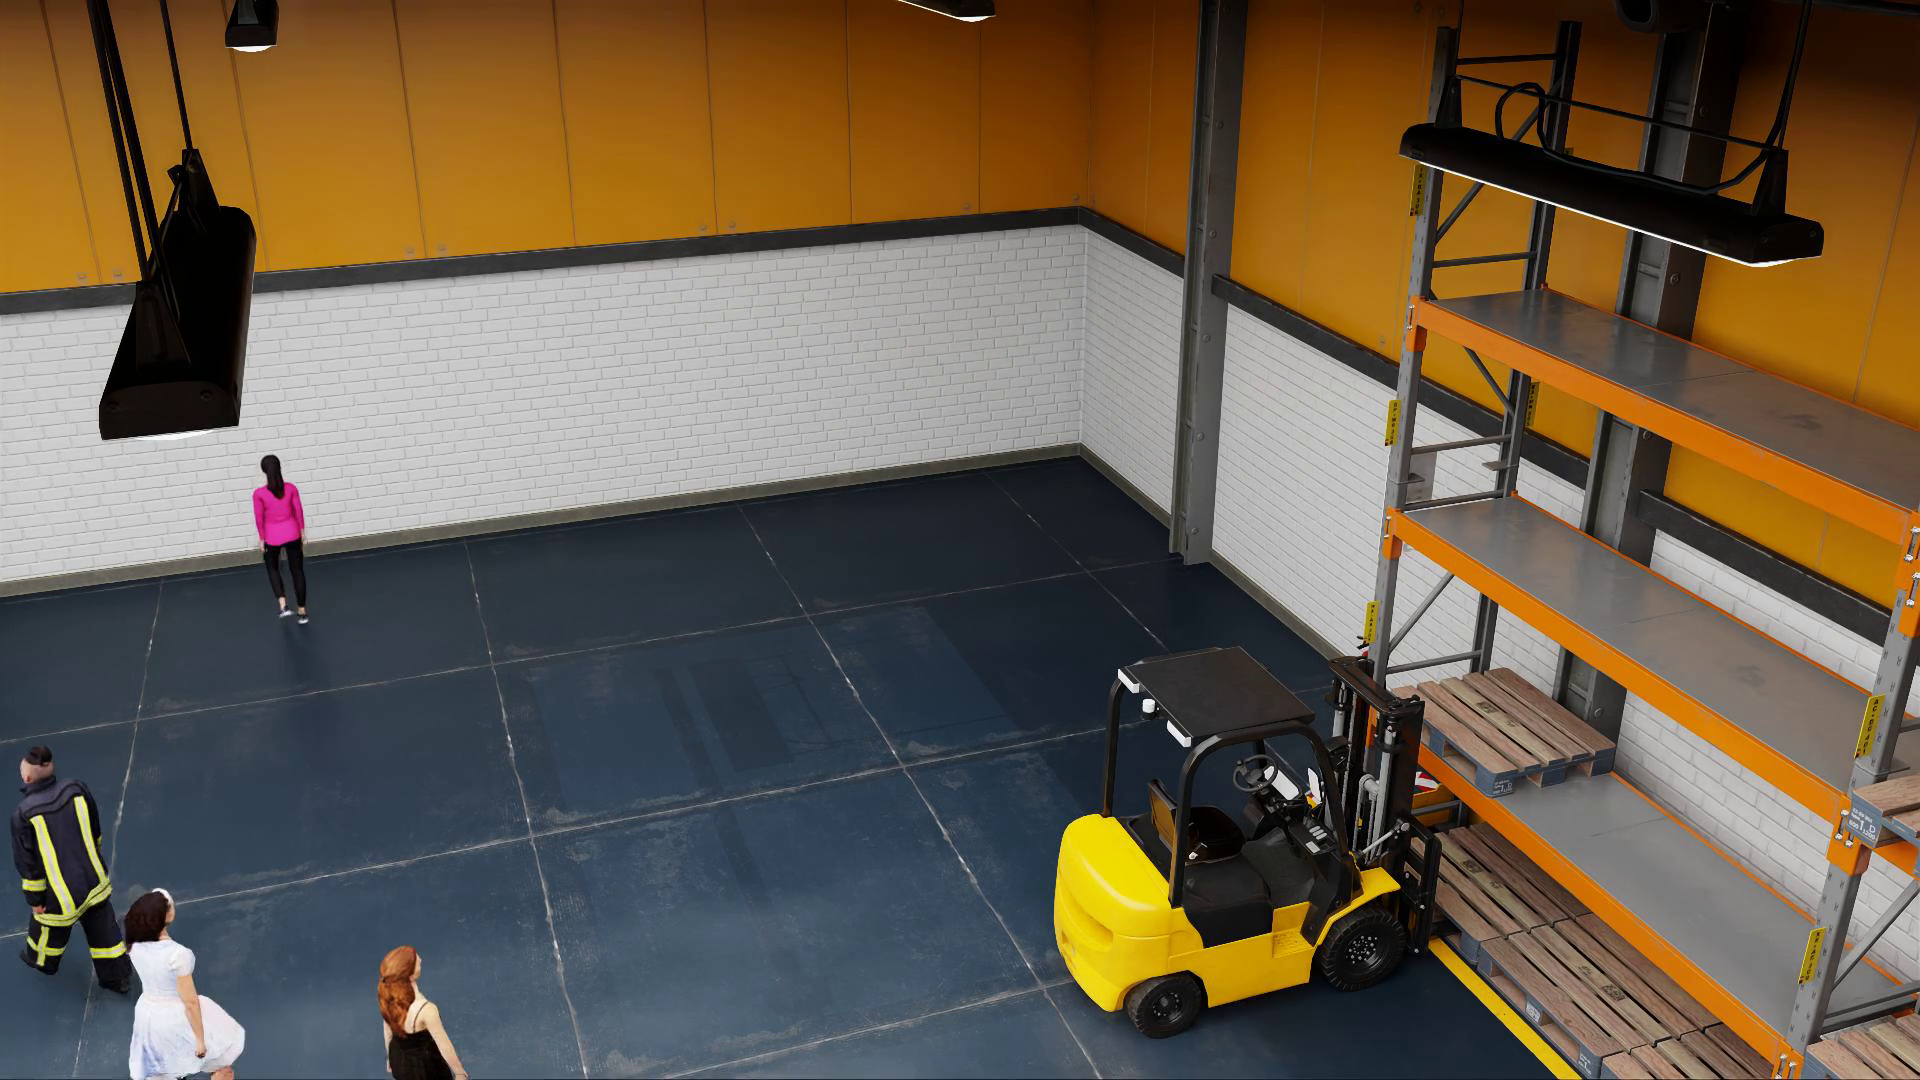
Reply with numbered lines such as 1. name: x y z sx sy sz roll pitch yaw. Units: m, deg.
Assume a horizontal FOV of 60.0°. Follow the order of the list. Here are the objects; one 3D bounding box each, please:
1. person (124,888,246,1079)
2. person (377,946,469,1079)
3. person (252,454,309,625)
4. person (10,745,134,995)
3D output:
1. person: -4.458 2.816 9.306 0.896 1.792 0.976 7 25 16
2. person: -3.061 2.972 9.178 0.823 1.608 0.864 16 28 31
3. person: -6.429 0.024 15.823 0.625 1.689 0.621 -12 26 -26
4. person: -5.721 2.173 10.727 1.249 1.833 1.162 13 27 27
